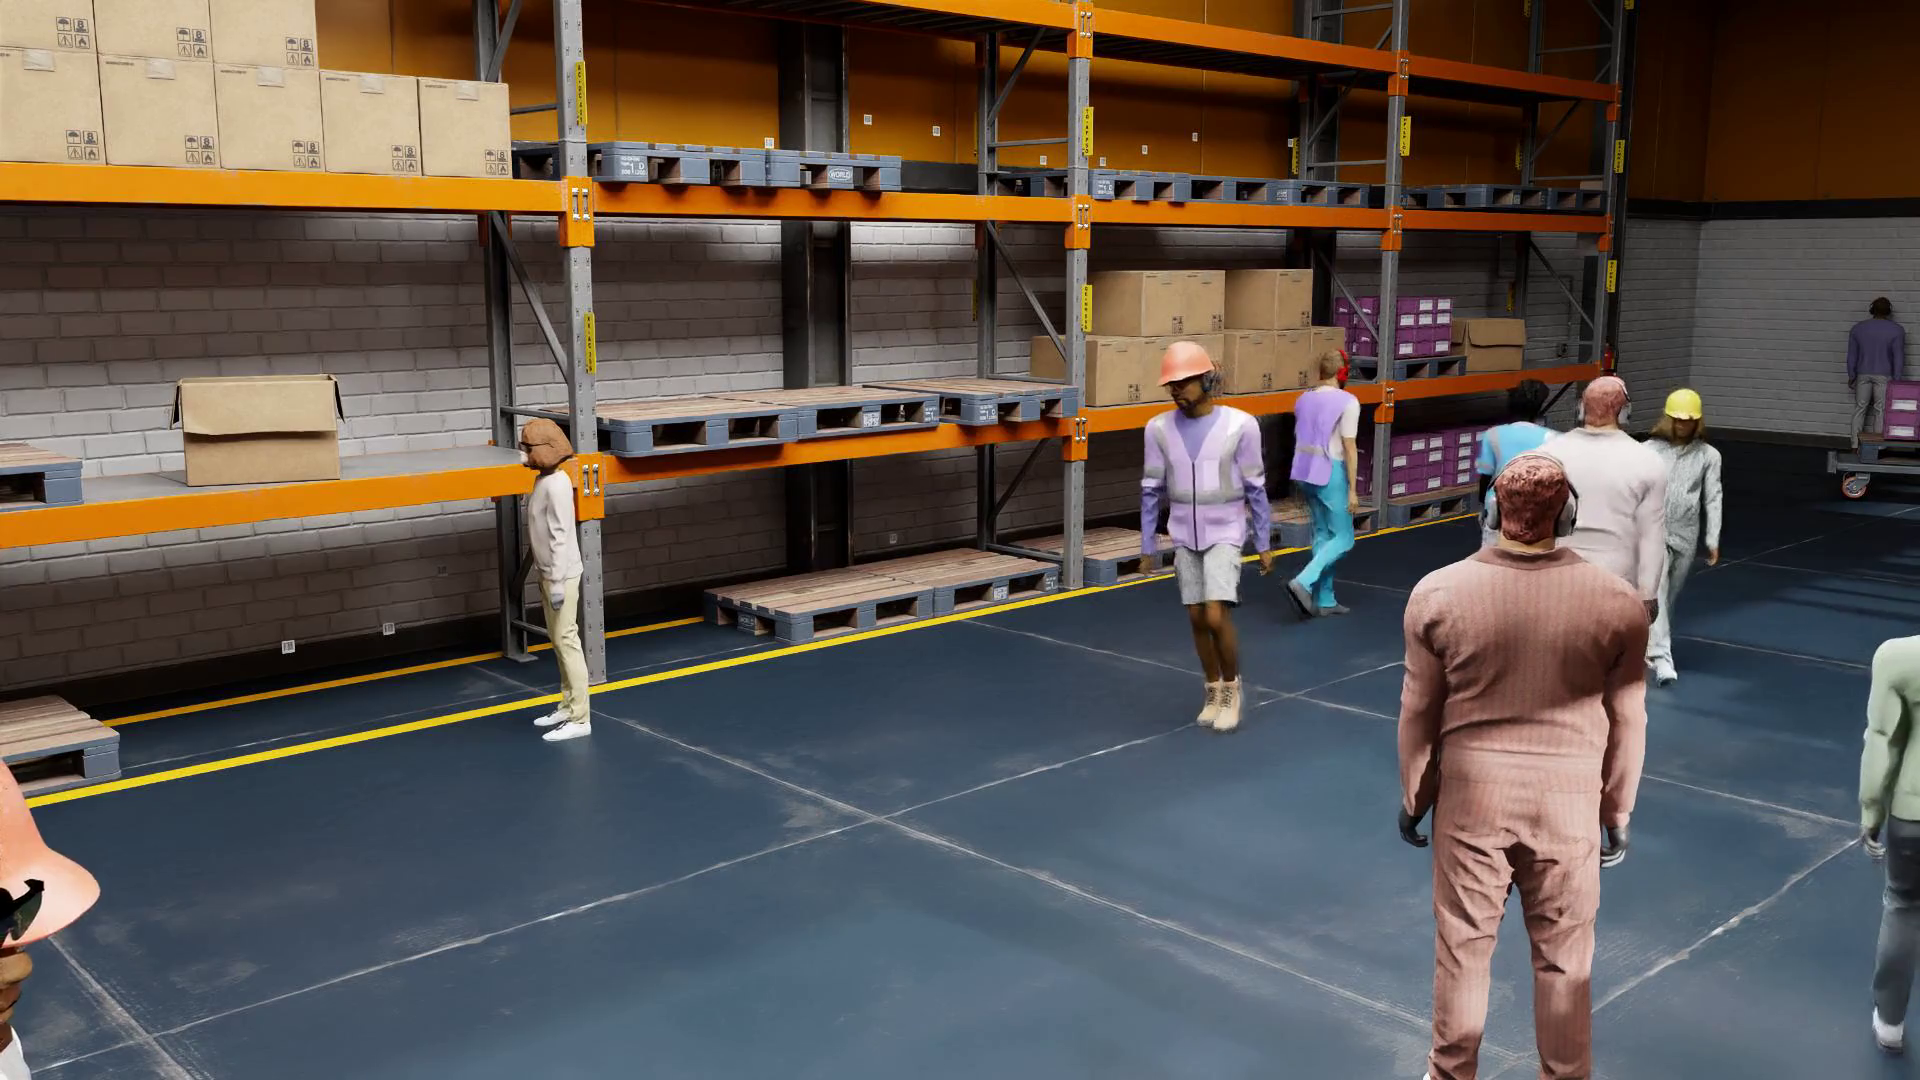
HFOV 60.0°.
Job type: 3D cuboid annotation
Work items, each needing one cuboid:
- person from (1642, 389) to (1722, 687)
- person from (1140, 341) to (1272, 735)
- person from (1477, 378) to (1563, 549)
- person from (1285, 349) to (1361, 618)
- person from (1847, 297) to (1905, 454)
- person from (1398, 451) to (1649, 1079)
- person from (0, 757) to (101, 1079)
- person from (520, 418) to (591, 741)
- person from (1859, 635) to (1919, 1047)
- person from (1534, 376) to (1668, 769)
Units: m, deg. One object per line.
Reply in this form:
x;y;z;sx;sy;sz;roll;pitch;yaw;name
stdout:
4.063;-0.021;9.482;0.497;1.674;0.957;2;10;9;person
1.244;-0.009;8.496;0.655;2.003;0.579;6;11;30;person
3.467;-0.162;10.349;0.532;1.681;0.546;6;11;31;person
2.396;-0.361;11.091;0.542;1.817;0.611;-5;11;-28;person
11.134;-1.982;20.242;0.358;1.938;0.636;-9;13;-41;person
1.533;0.707;4.591;0.638;1.910;0.407;3;10;15;person
-0.973;1.147;1.615;0.393;2.041;0.614;-2;10;-10;person
-2.055;0.196;8.418;0.283;1.629;0.503;-4;10;-21;person
2.921;0.804;4.871;0.499;1.609;0.728;7;12;35;person
2.918;0.185;7.738;0.650;1.888;0.717;7;12;36;person
